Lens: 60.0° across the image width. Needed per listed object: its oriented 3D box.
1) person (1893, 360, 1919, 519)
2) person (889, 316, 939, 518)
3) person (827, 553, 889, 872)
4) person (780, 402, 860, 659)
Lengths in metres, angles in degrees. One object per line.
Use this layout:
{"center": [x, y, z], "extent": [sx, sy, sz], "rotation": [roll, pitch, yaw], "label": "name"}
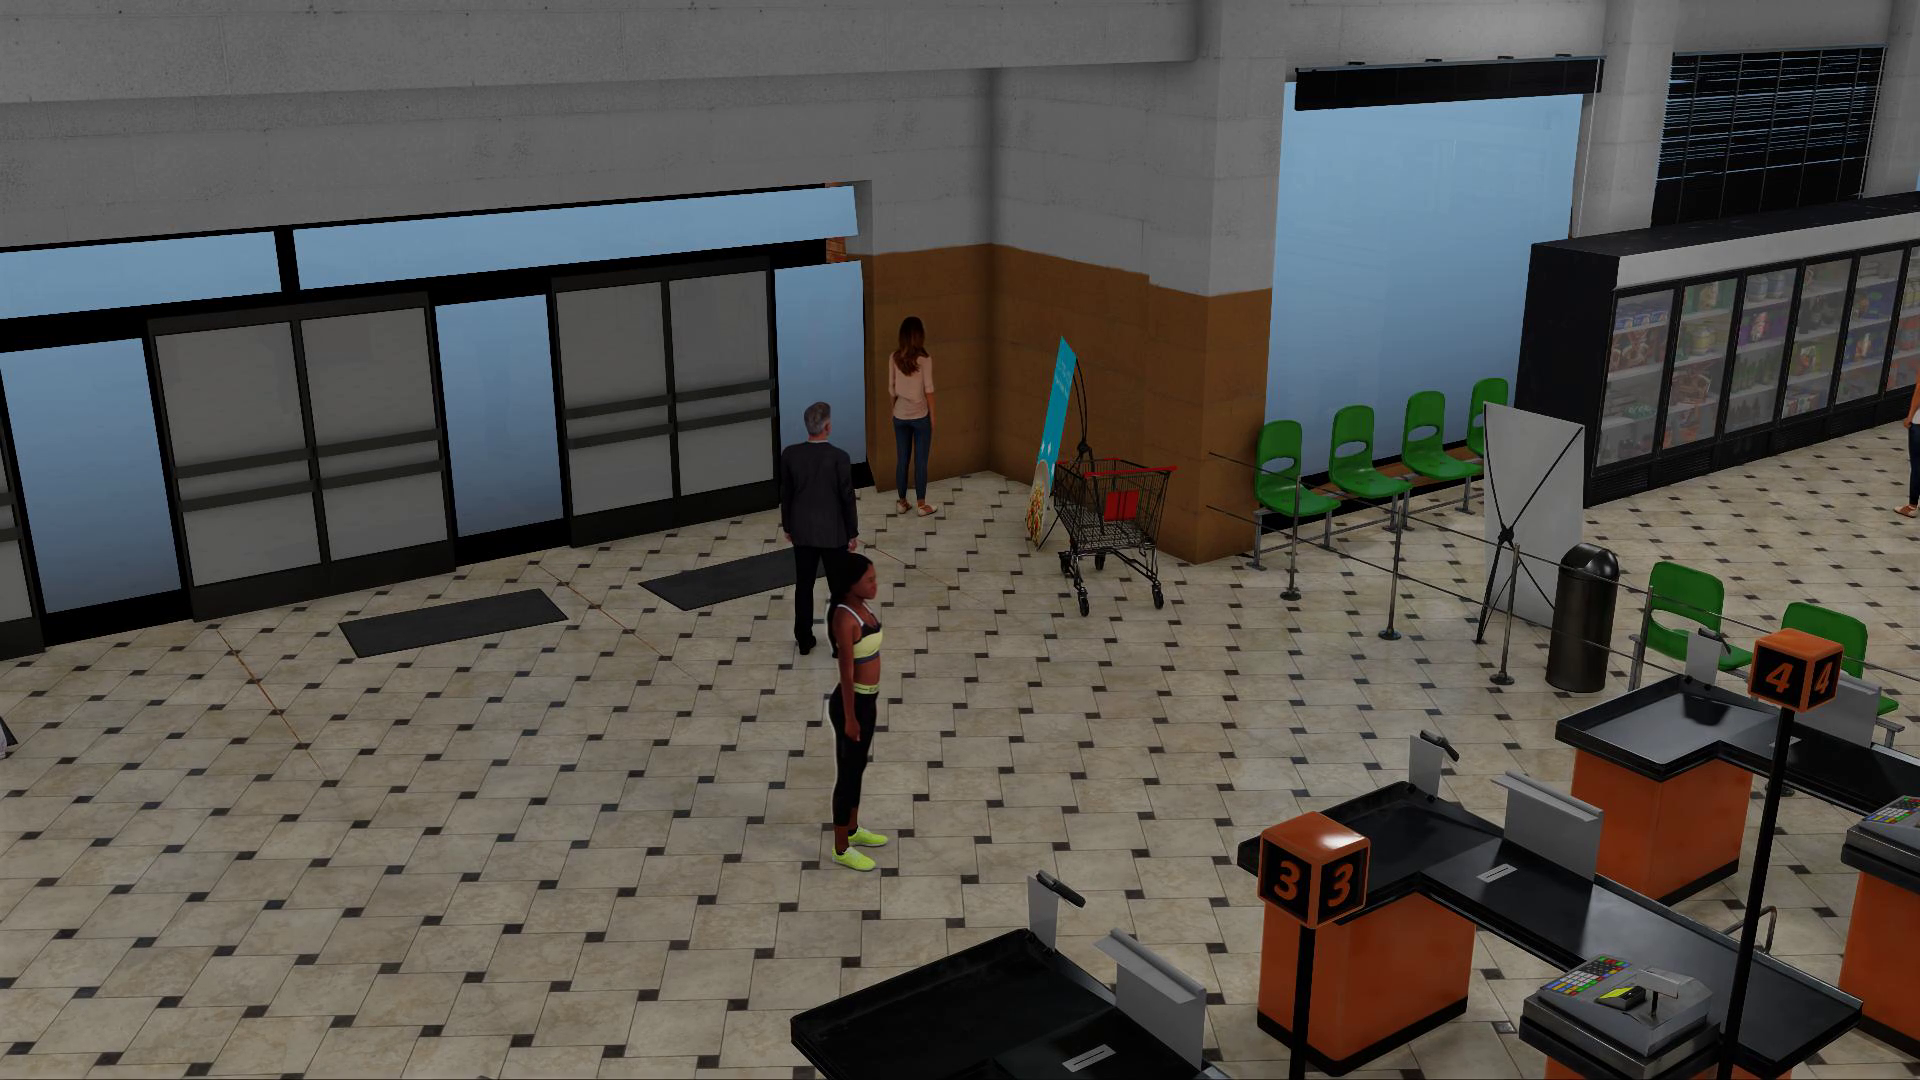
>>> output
{"center": [8.626, -1.076, 14.739], "extent": [0.664, 1.785, 0.681], "rotation": [-1, 19, -3], "label": "person"}
{"center": [-0.429, -1.101, 14.801], "extent": [0.619, 1.792, 0.731], "rotation": [9, 21, 25], "label": "person"}
{"center": [-0.574, 0.899, 8.930], "extent": [0.695, 1.754, 0.641], "rotation": [4, 19, 11], "label": "person"}
{"center": [-0.982, -0.076, 11.689], "extent": [0.772, 1.840, 0.866], "rotation": [5, 19, 16], "label": "person"}
